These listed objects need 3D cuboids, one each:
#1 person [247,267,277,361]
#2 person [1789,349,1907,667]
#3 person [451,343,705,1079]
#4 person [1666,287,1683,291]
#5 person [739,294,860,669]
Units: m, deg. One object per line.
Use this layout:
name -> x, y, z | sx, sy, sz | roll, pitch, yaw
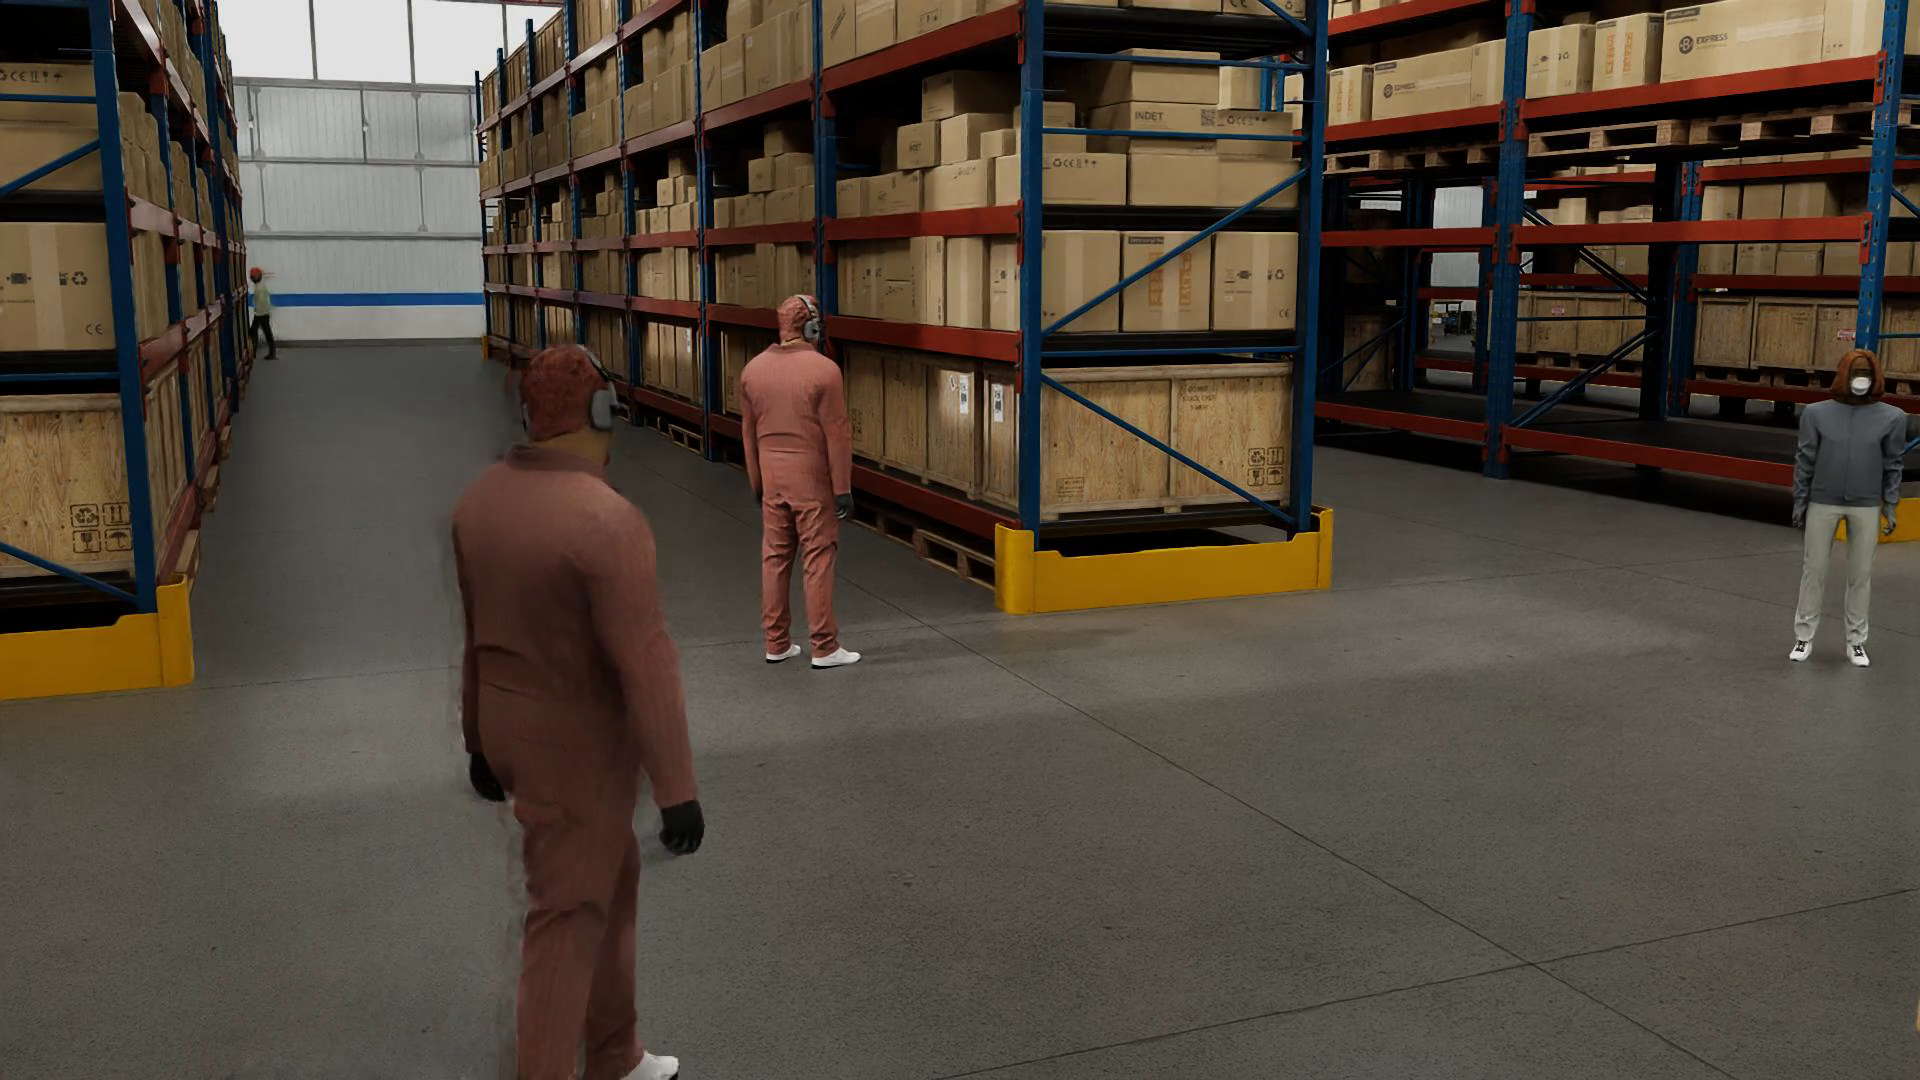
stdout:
person -> -14.865, -4.752, 35.053 | 0.861, 1.960, 0.642 | -6, 11, -31
person -> 4.563, -0.166, 8.574 | 0.500, 1.636, 0.280 | 4, 10, 24
person -> -0.833, 0.493, 3.883 | 0.700, 1.879, 0.732 | -9, 13, -42
person -> 14.548, -4.561, 33.904 | 0.676, 1.982, 0.437 | 7, 12, 35
person -> -0.803, -0.295, 8.535 | 0.637, 1.911, 0.406 | 6, 11, 31
